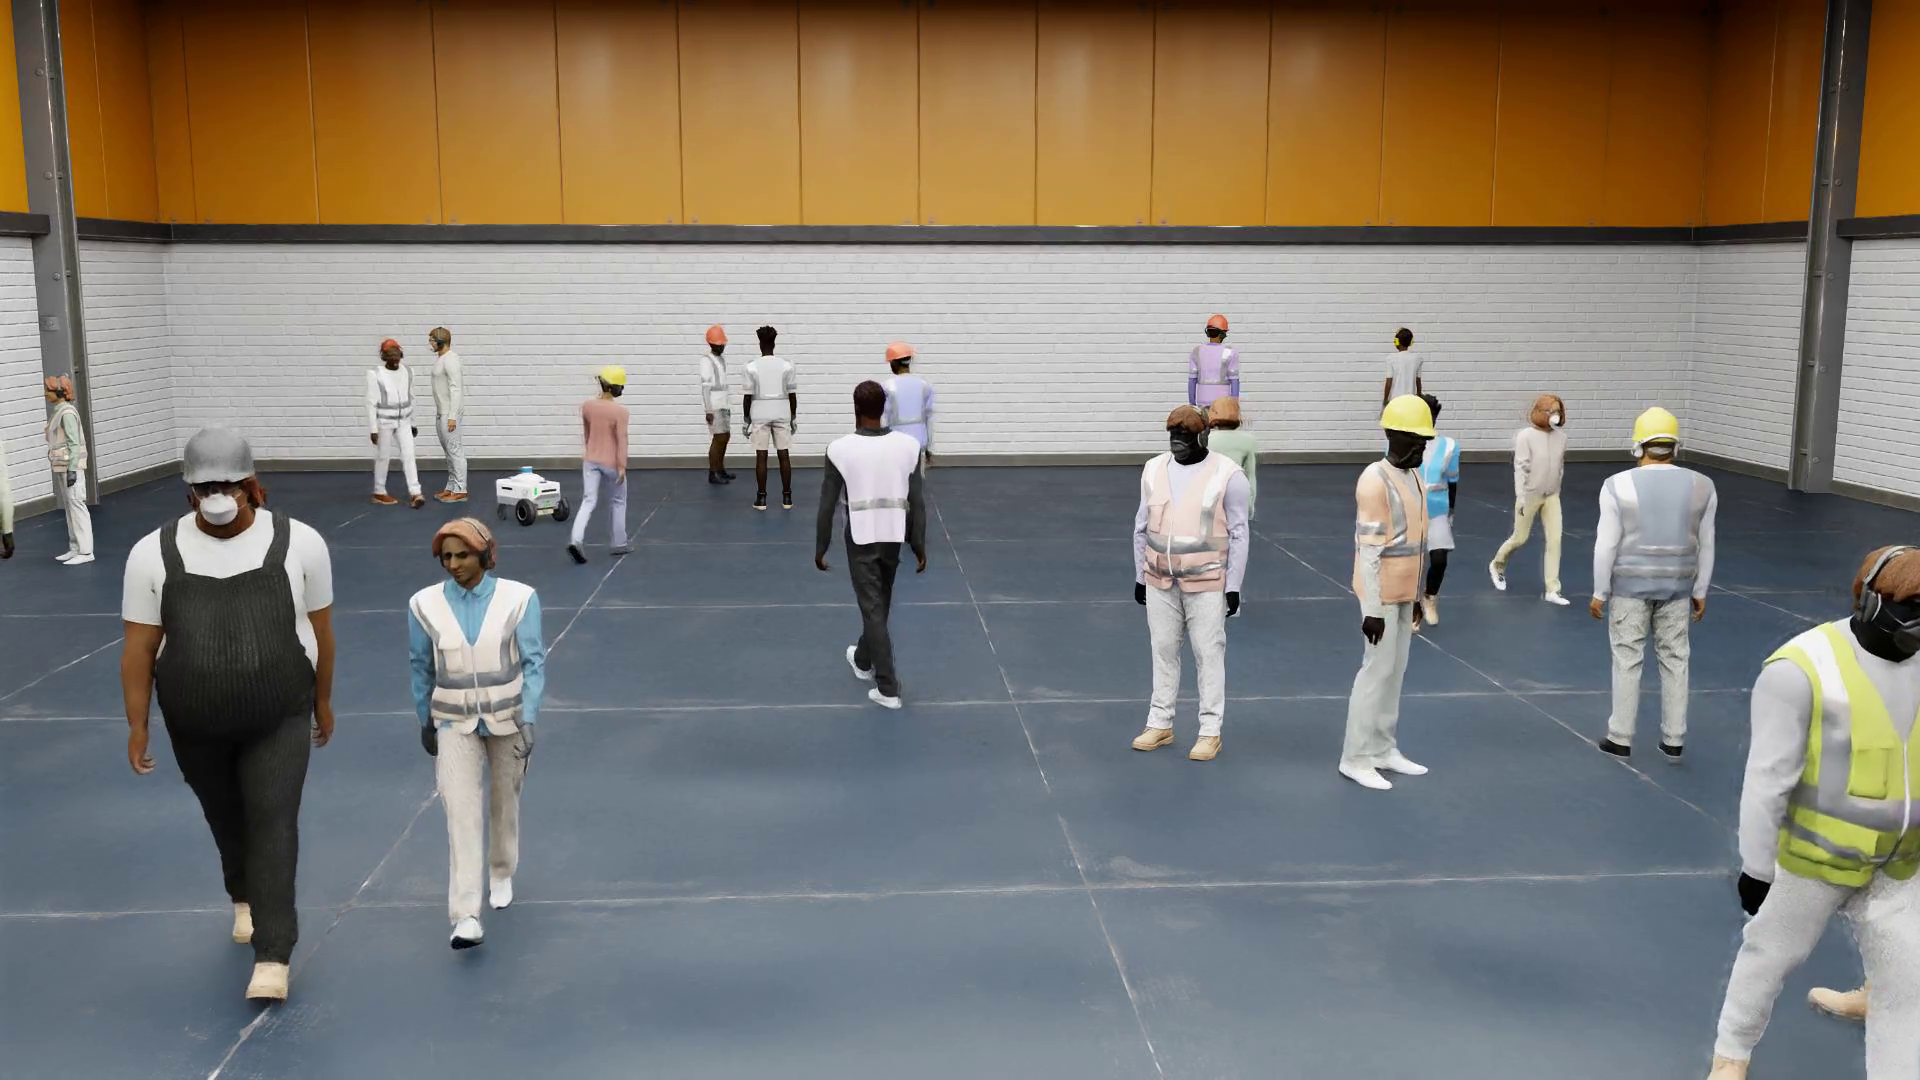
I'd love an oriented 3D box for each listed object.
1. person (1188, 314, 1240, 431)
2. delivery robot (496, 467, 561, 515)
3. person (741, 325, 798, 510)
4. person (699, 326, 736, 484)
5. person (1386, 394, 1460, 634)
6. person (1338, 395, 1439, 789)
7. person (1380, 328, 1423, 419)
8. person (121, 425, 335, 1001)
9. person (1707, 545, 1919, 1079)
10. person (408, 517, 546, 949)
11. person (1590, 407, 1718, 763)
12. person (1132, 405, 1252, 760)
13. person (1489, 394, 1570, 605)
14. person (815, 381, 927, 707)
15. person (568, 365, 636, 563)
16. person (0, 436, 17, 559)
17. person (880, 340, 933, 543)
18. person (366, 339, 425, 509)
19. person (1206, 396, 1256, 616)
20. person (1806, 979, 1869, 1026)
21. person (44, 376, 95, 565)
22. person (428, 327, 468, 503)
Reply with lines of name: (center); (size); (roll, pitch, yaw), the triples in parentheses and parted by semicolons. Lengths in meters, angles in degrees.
person: (2.988, -1.619, 19.518); (0.615, 2.041, 0.392); (5, 10, 27)
delivery robot: (-4.377, -0.499, 16.850); (0.707, 0.478, 0.477); (8, 12, 39)
person: (-2.030, -1.304, 17.775); (0.600, 1.967, 0.369); (-2, 9, -15)
person: (-2.875, -1.612, 19.963); (0.385, 1.894, 0.742); (2, 9, 15)
person: (3.202, -0.176, 11.575); (0.541, 1.681, 0.372); (1, 9, 7)
person: (2.131, 0.250, 8.197); (0.421, 1.933, 0.626); (6, 11, 34)
person: (5.351, -1.635, 20.173); (0.531, 1.865, 0.311); (-2, 9, -15)
person: (-2.596, 0.547, 5.923); (0.692, 2.000, 1.042); (-3, 9, -15)
person: (2.498, 0.866, 4.775); (0.644, 1.788, 0.818); (-1, 9, -4)
person: (-1.814, 0.712, 6.276); (0.511, 1.586, 0.869); (-2, 9, -11)
person: (3.537, 0.238, 8.527); (0.599, 1.827, 0.404); (1, 9, 3)
person: (1.172, 0.216, 8.633); (0.633, 1.840, 0.429); (6, 11, 34)
person: (4.429, -0.338, 12.847); (0.498, 1.605, 0.750); (-3, 10, -18)
person: (-0.572, -0.004, 9.890); (0.623, 1.872, 0.957); (-5, 10, -27)
person: (-3.142, -0.673, 14.564); (0.524, 1.723, 0.851); (4, 10, 22)
person: (-5.995, -0.059, 9.925); (0.651, 1.973, 0.525); (-5, 10, -28)
person: (-0.476, -0.880, 15.292); (0.564, 1.912, 0.570); (-4, 10, -23)
person: (-6.074, -1.247, 17.875); (0.988, 1.816, 0.637); (9, 12, 43)
person: (1.897, -0.265, 12.405); (0.516, 1.599, 0.736); (-5, 10, -28)
person: (3.217, 0.682, 5.179); (0.904, 2.016, 0.631); (9, 12, 43)
person: (-7.724, -0.603, 14.403); (0.311, 1.638, 0.523); (-7, 11, -37)
person: (-5.649, -1.382, 18.360); (0.349, 1.936, 0.635); (-5, 10, -27)
